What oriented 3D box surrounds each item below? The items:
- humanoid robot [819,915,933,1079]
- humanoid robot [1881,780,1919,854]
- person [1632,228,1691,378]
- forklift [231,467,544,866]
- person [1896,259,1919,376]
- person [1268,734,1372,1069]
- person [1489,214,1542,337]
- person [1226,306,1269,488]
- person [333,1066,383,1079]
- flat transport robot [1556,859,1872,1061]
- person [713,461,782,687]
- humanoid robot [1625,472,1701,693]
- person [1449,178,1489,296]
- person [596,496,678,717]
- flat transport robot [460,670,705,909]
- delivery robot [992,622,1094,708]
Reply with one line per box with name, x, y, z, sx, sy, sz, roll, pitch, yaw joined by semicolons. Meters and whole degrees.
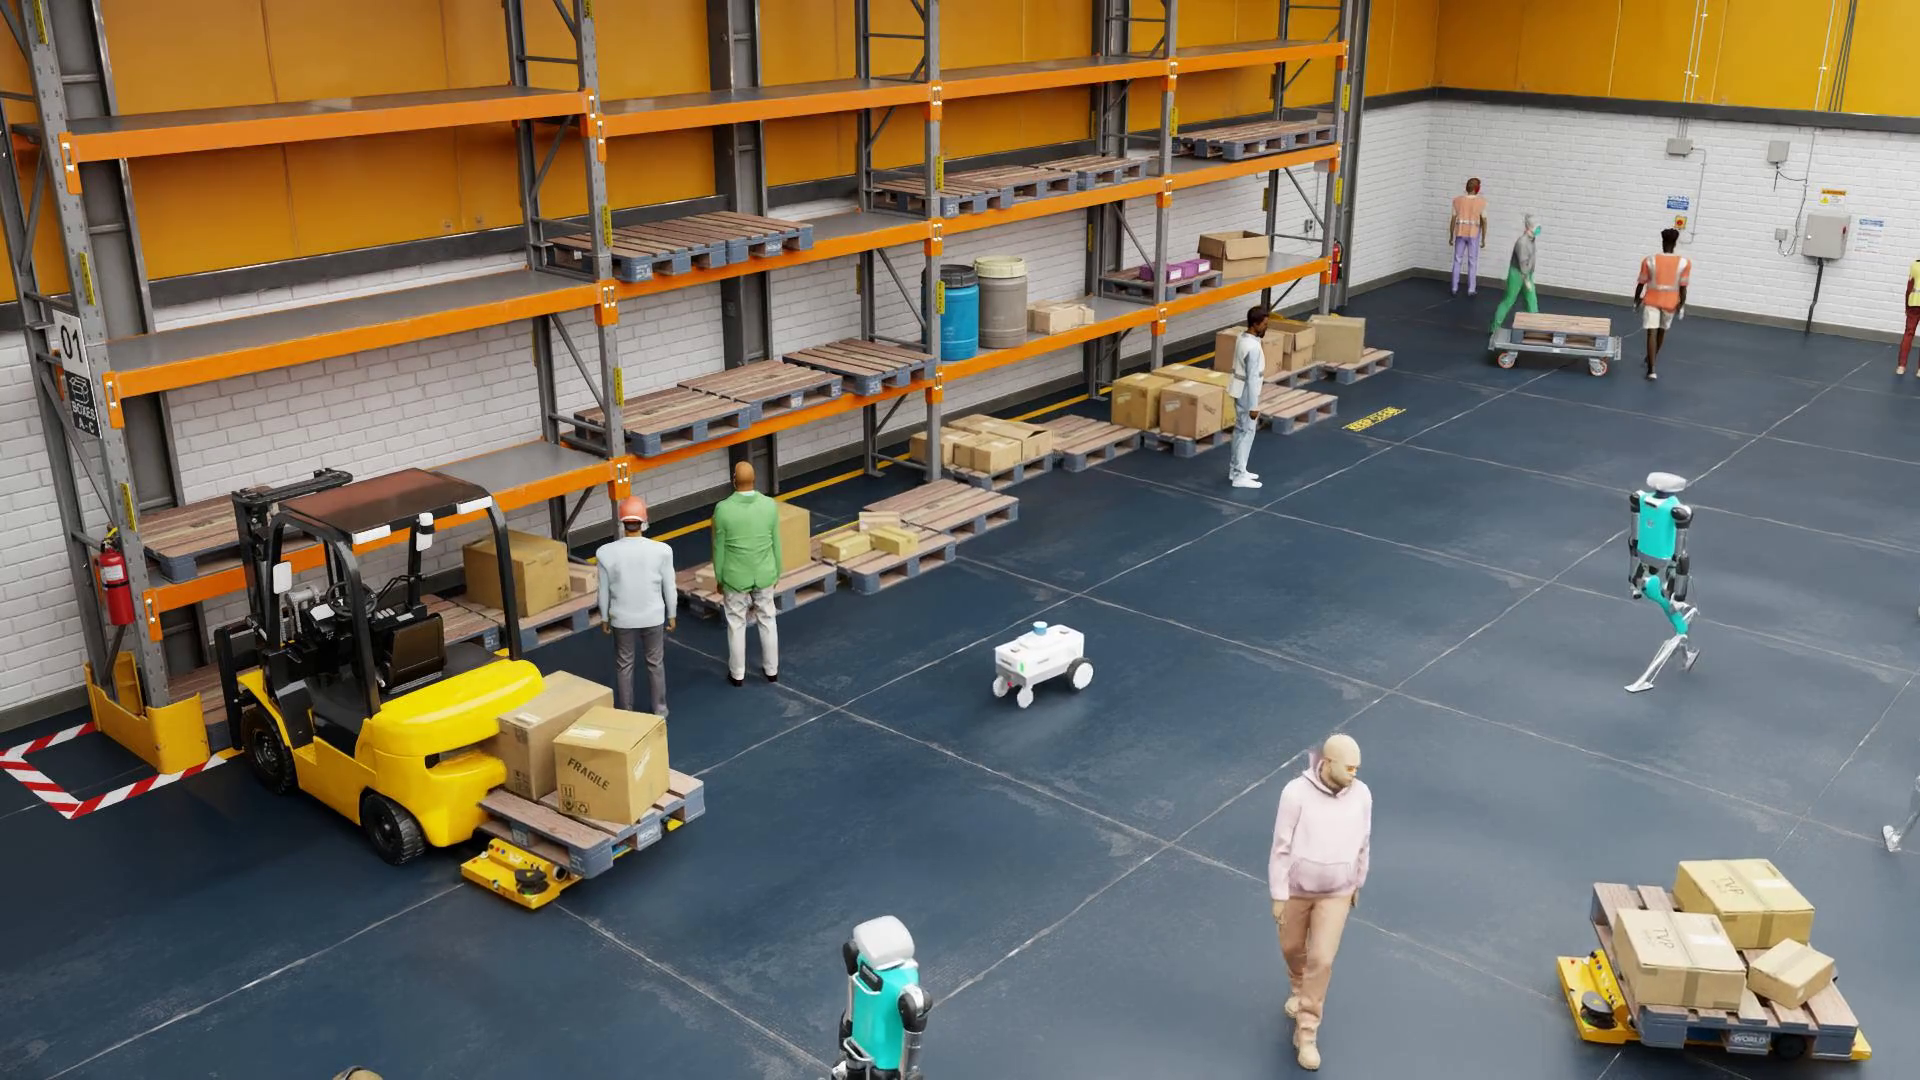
humanoid robot;-0.581;2.459;6.827;0.907;1.798;0.550;-14;24;-33
humanoid robot;6.163;1.237;10.165;0.906;1.816;0.536;18;27;40
person;9.063;-3.077;21.531;0.611;1.909;1.039;5;21;13
forklift;-3.730;0.710;10.856;2.313;2.155;1.214;17;26;38
person;12.460;-2.997;21.509;0.470;1.768;0.378;15;25;34
person;1.836;1.788;8.552;0.530;1.747;0.717;3;20;7
person;7.933;-3.652;23.240;0.950;1.790;0.517;17;26;39
person;2.970;-1.480;17.202;0.400;1.909;0.598;-1;20;-2
person;-2.026;2.686;5.865;0.369;1.940;0.631;5;21;13
flat transport robot;4.002;2.458;8.892;1.431;0.231;0.659;2;20;7
person;-1.609;0.264;12.669;0.535;1.778;0.388;-9;22;-23
humanoid robot;5.507;0.298;12.643;0.962;1.769;0.545;-9;22;-23
person;7.985;-4.763;26.186;0.563;1.841;0.387;10;22;24
person;-2.322;0.524;12.009;0.572;1.739;0.351;-4;21;-10
flat transport robot;-2.384;1.850;10.538;0.659;0.231;1.431;14;24;33
delivery robot;0.622;0.919;12.675;0.816;0.613;0.499;-17;26;-39
